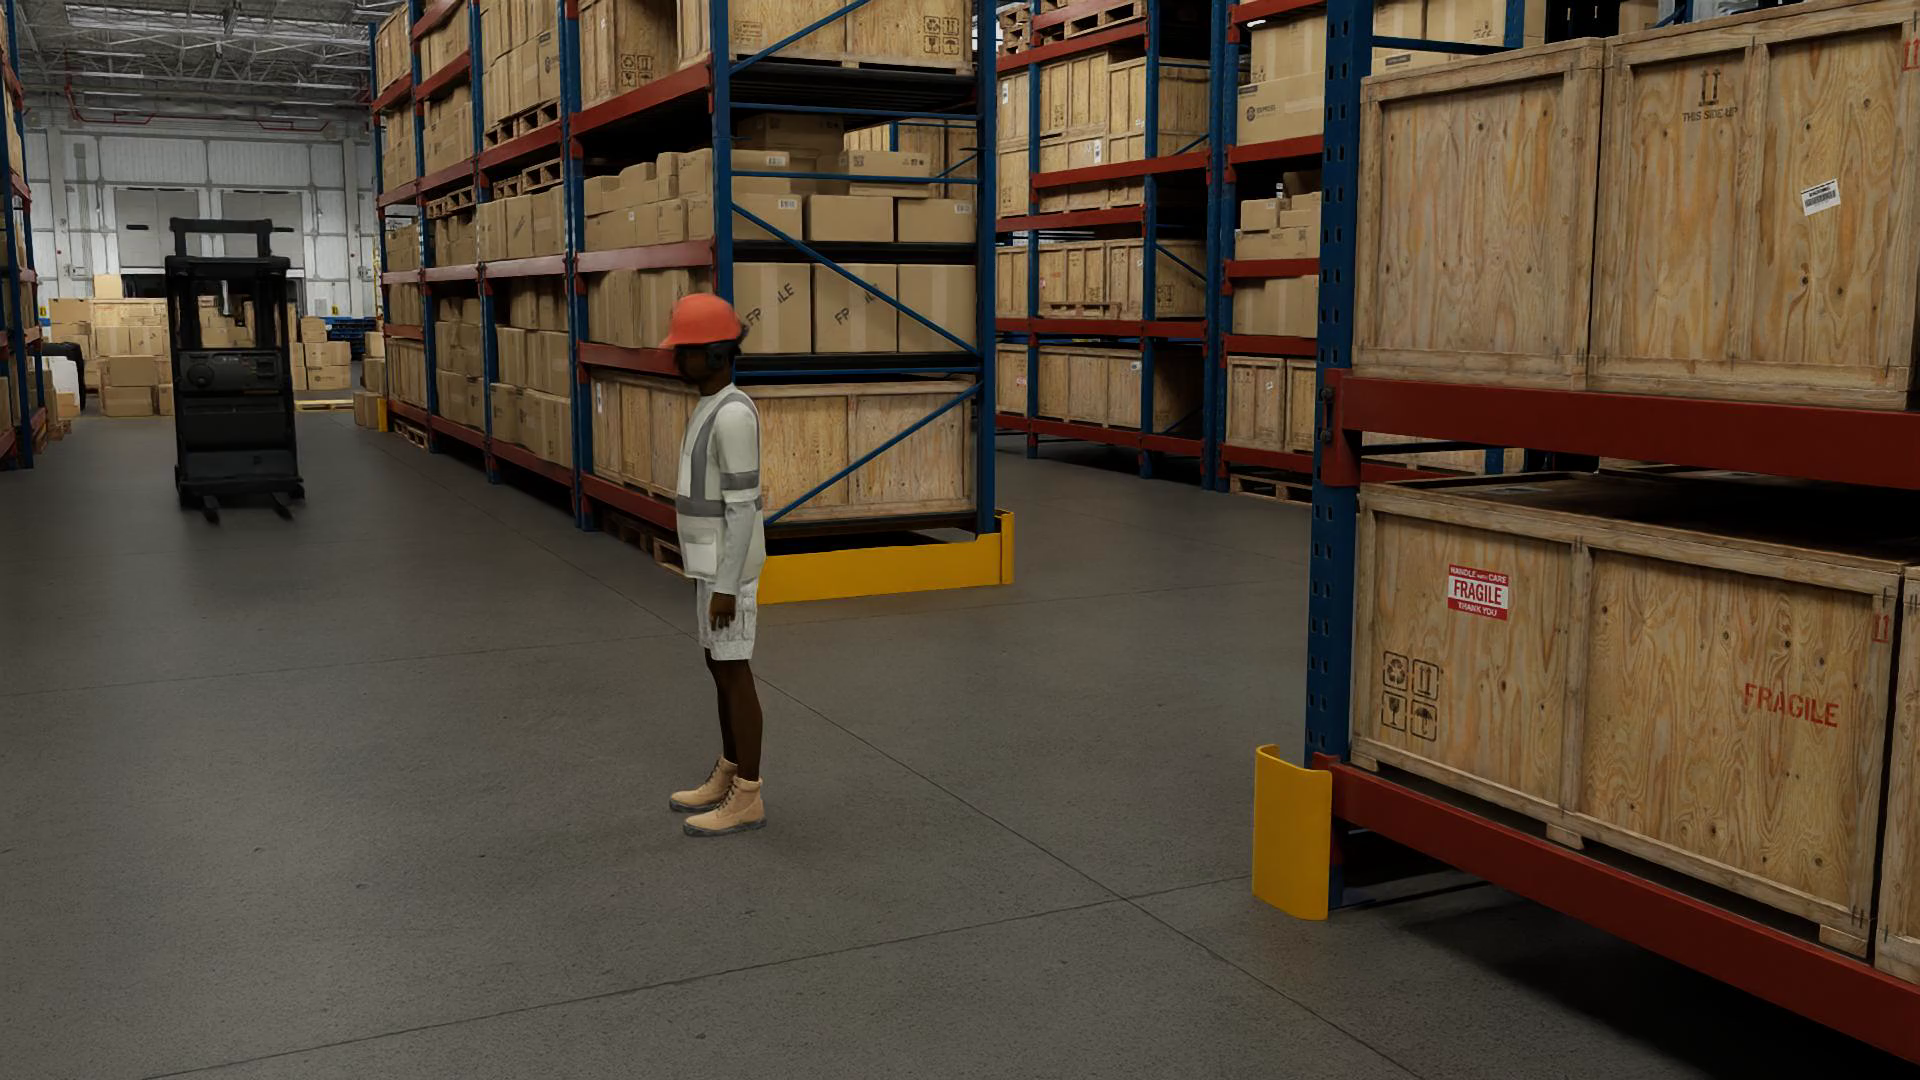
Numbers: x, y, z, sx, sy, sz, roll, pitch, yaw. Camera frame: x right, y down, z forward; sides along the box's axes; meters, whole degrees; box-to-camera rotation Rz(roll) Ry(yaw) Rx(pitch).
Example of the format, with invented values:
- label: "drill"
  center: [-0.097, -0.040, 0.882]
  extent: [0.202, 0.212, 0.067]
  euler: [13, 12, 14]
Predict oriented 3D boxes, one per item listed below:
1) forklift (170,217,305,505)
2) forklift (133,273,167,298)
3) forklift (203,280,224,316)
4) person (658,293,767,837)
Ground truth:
- label: "forklift"
  center: [-7.402, -1.850, 16.847]
  extent: [1.129, 2.768, 1.873]
  euler: [-4, 9, -26]
- label: "forklift"
  center: [-25.710, -7.092, 52.996]
  extent: [1.873, 2.768, 1.129]
  euler: [6, 10, 37]
- label: "forklift"
  center: [-14.838, -4.218, 33.174]
  extent: [1.873, 2.768, 1.129]
  euler: [-4, 9, -27]
- label: "person"
  center: [-0.931, 0.095, 6.301]
  extent: [0.381, 2.044, 0.605]
  euler: [-2, 9, -16]
